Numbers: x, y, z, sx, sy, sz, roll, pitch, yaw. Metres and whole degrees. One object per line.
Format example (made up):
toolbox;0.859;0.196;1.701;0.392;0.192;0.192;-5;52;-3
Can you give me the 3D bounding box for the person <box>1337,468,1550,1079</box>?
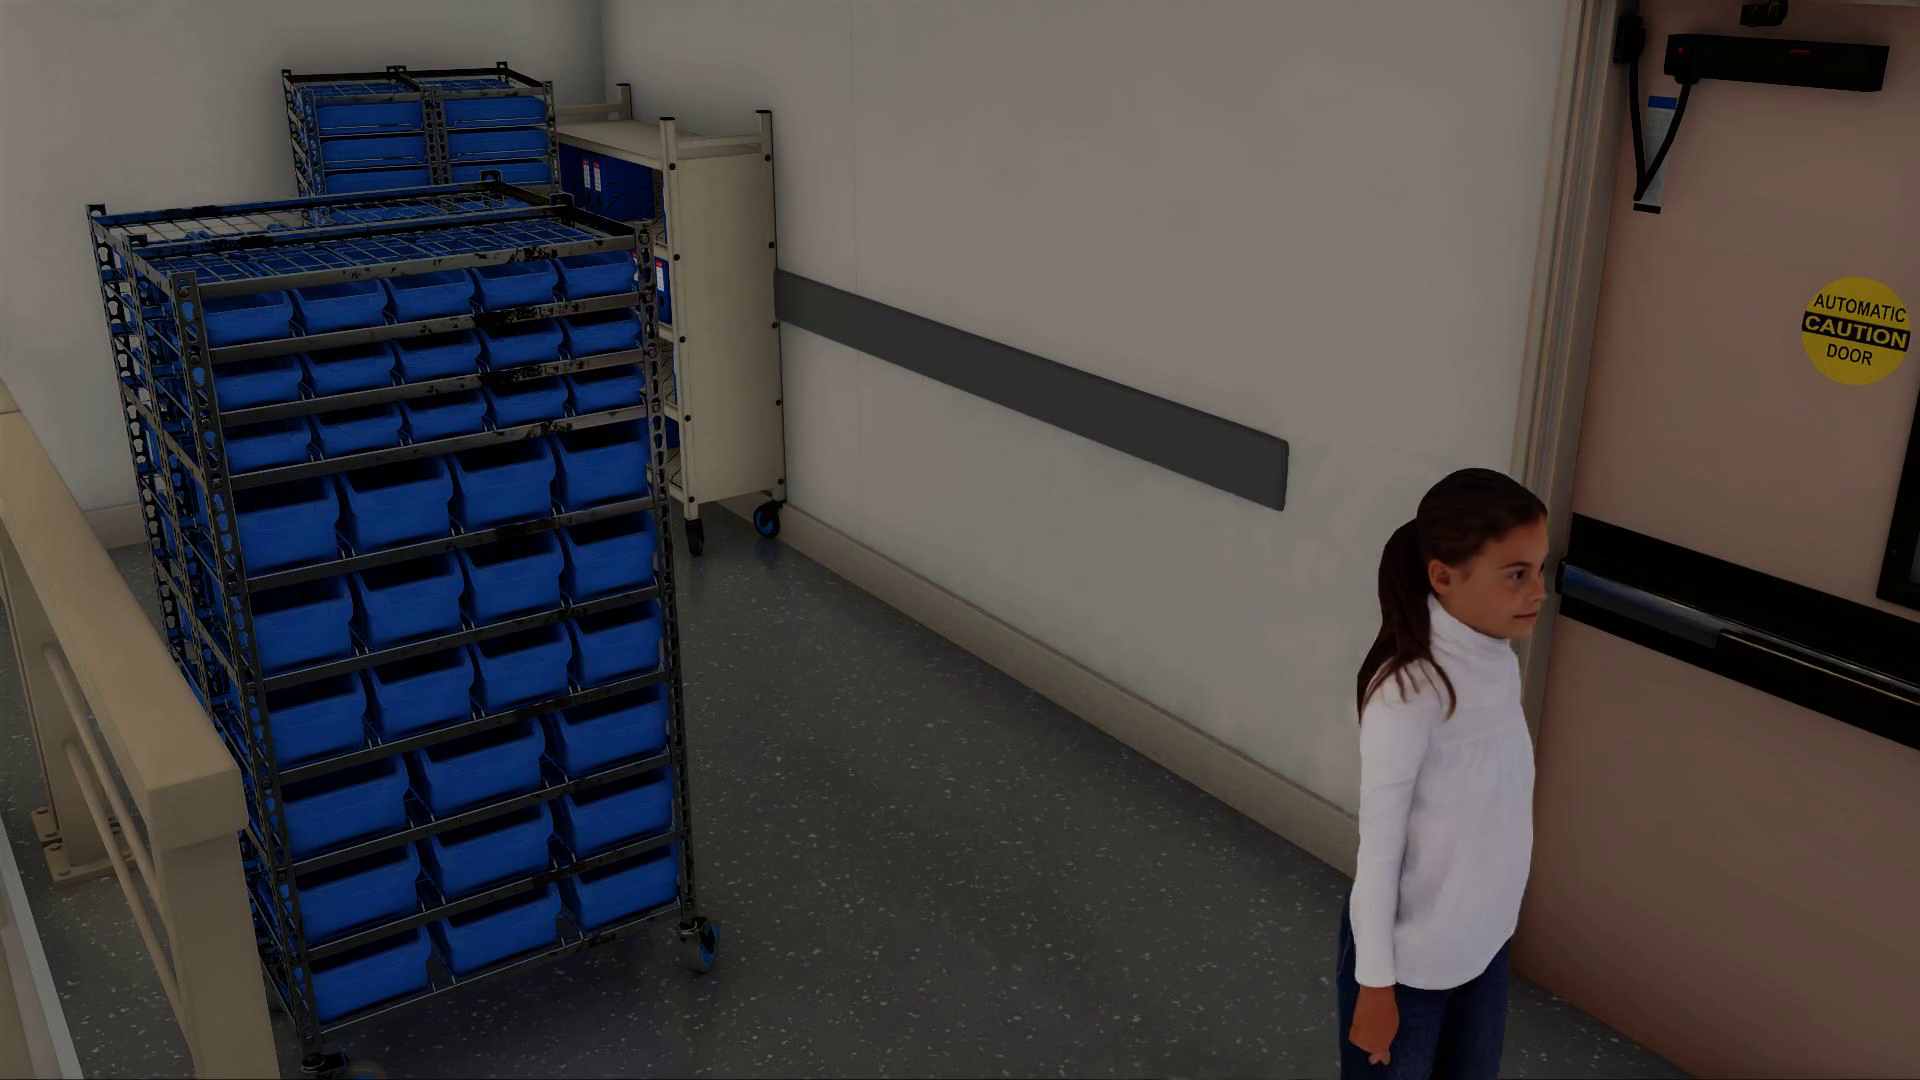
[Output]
person;0.681;0.619;2.677;0.562;1.547;0.867;-17;26;-37
